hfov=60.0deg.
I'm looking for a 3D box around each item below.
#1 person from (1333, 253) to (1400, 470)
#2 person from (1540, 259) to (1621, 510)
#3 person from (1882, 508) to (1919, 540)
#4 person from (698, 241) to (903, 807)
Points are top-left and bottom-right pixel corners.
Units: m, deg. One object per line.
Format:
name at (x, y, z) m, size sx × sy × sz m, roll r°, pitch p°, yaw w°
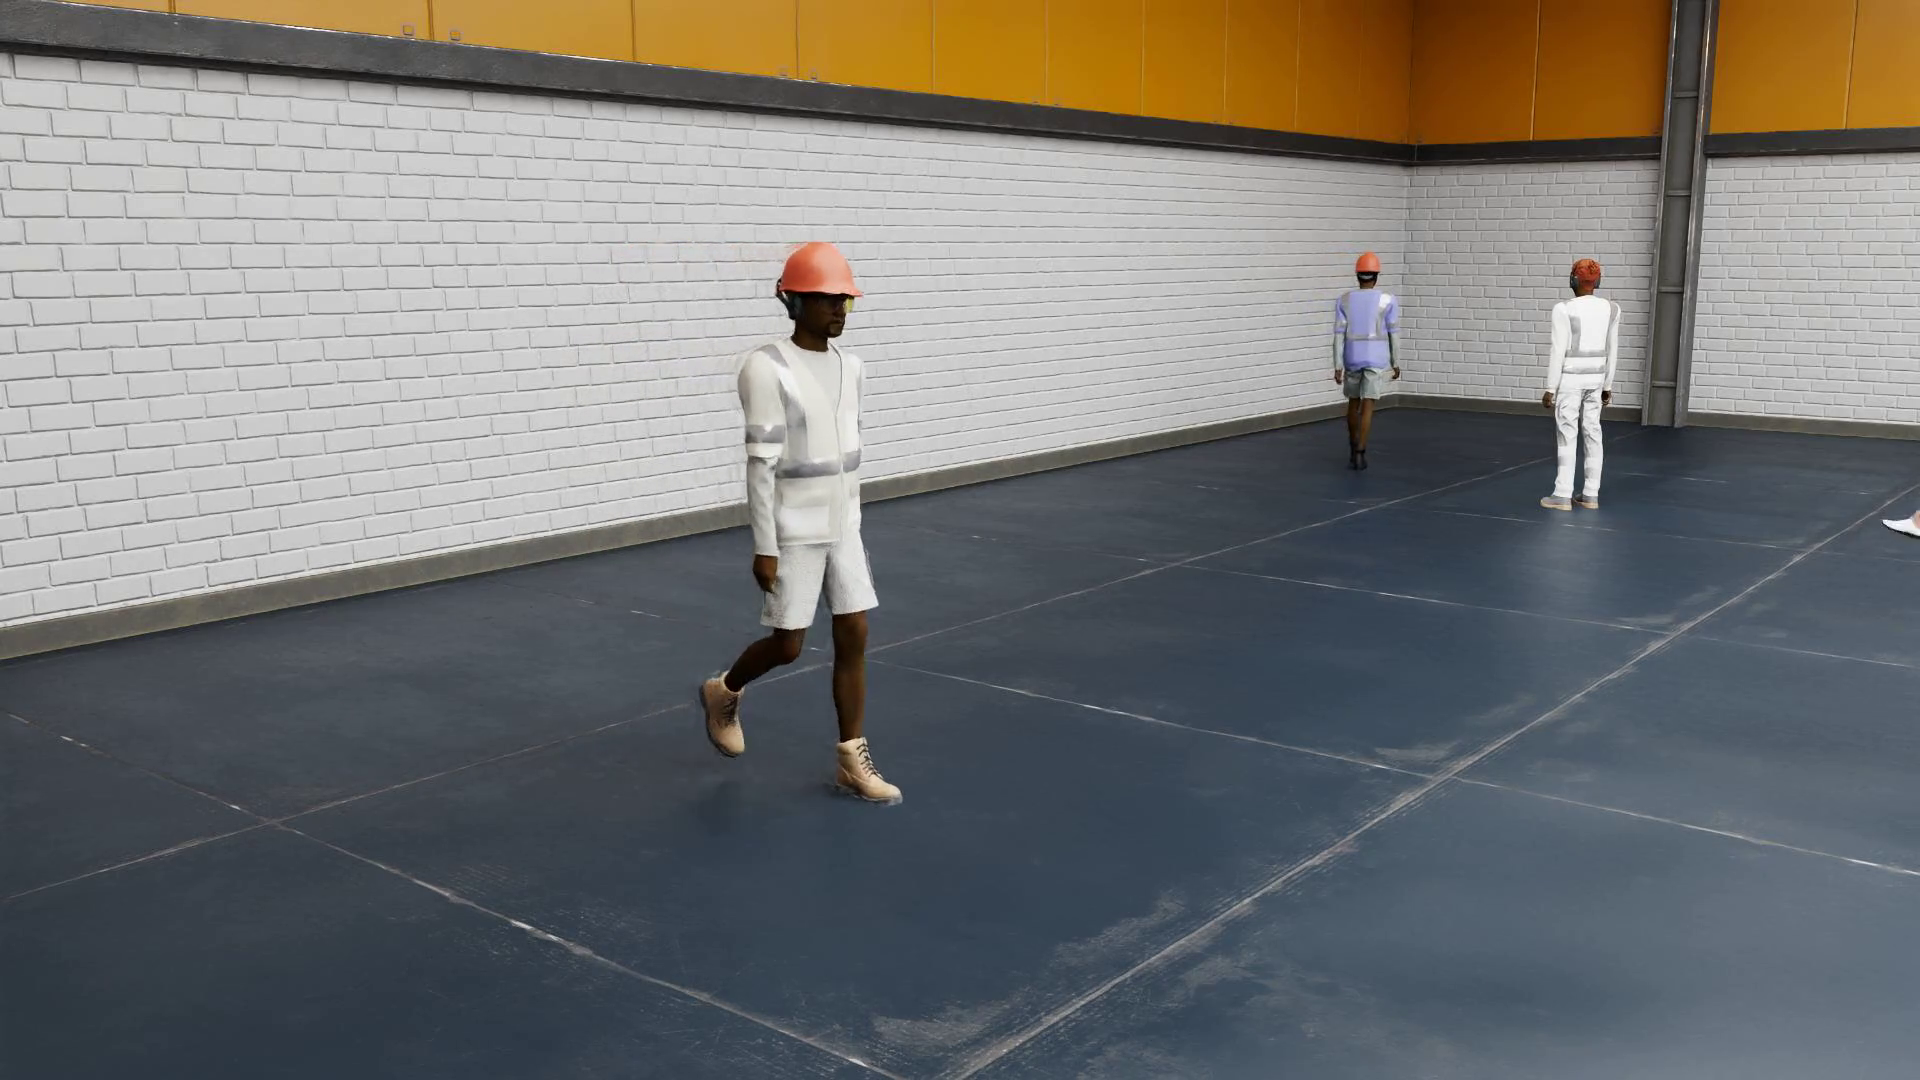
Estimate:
person at (3.661, -1.605, 14.928) m, size 0.555 × 1.894 × 0.945 m, roll 5°, pitch 11°, yaw 26°
person at (4.657, -1.164, 12.512) m, size 0.585 × 1.882 × 0.343 m, roll -3°, pitch 11°, yaw -17°
person at (6.553, -0.869, 10.888) m, size 0.878 × 1.872 × 0.673 m, roll 6°, pitch 12°, yaw 30°
person at (-0.590, -0.066, 6.061) m, size 0.845 × 2.024 × 0.616 m, roll 9°, pitch 13°, yaw 40°
